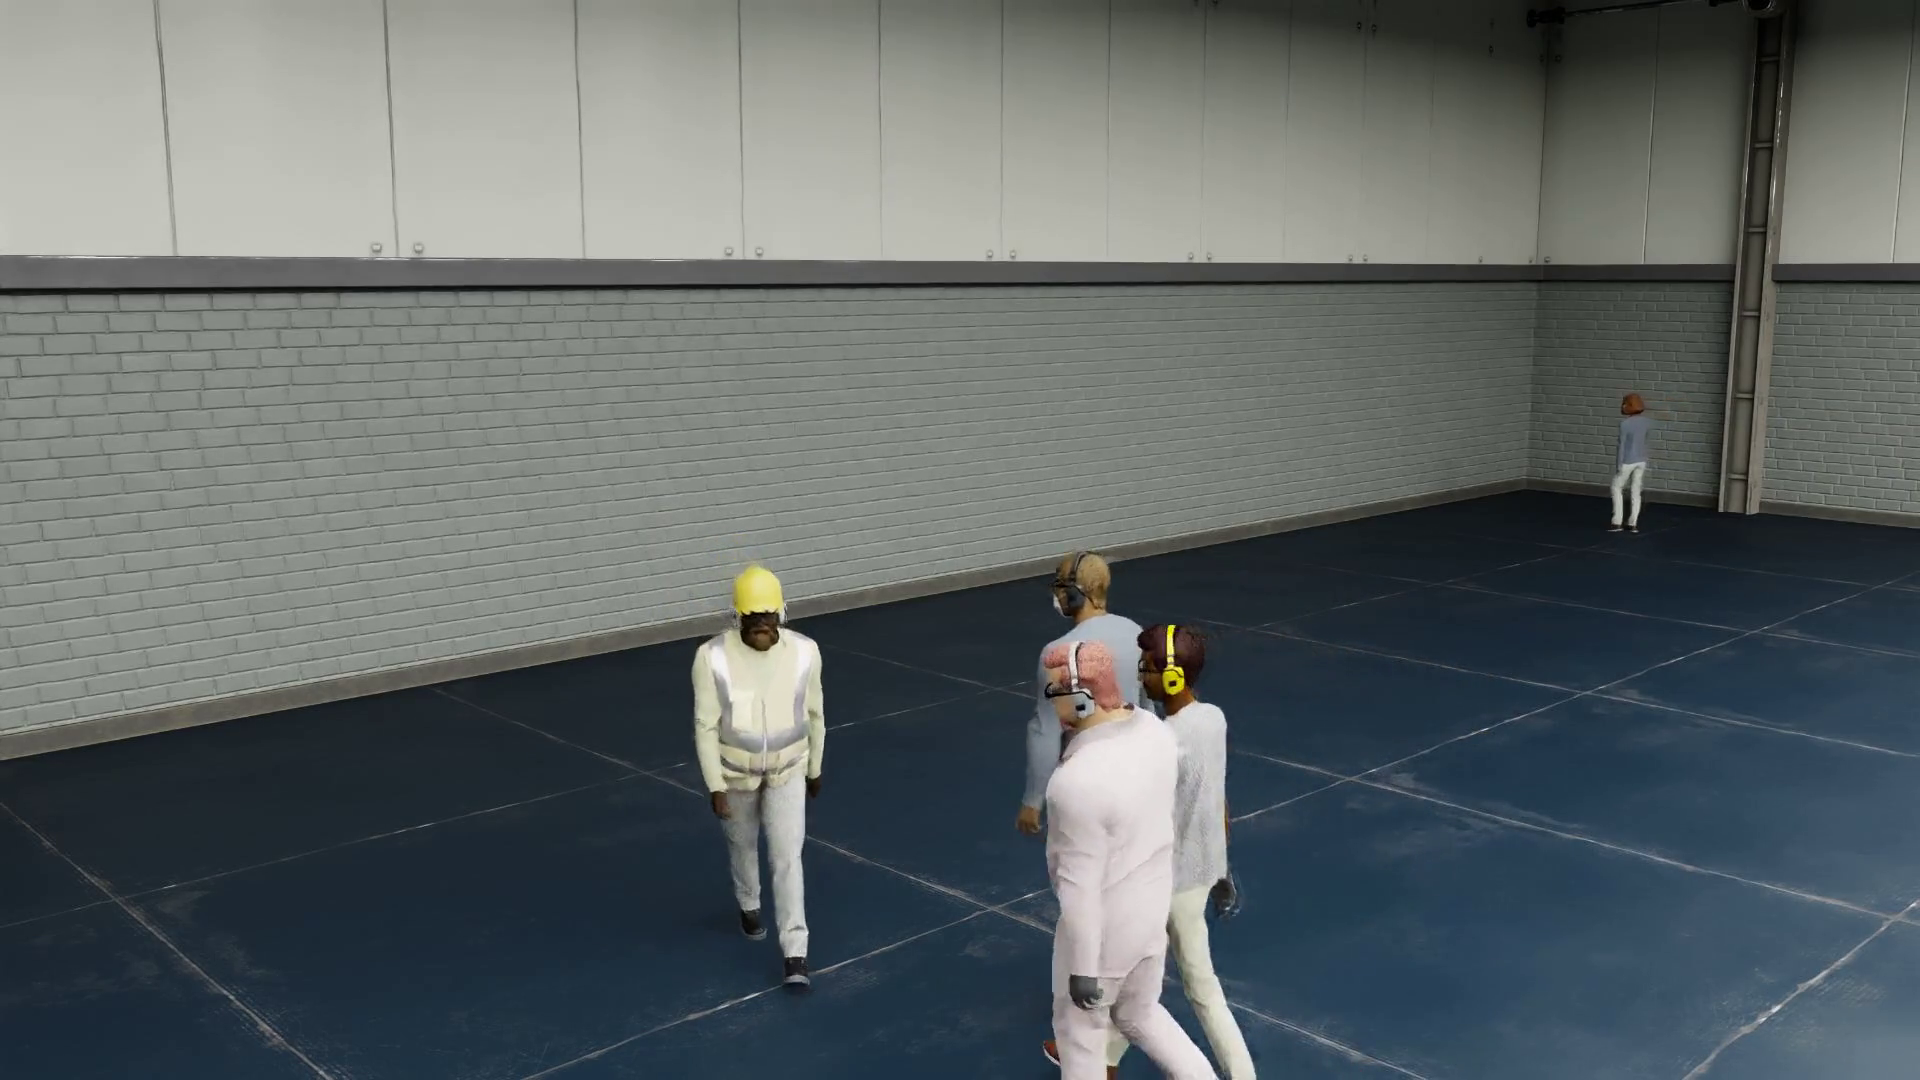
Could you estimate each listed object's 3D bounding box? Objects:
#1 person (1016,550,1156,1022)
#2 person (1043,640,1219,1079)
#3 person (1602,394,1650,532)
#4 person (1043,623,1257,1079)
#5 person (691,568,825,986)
[{"bbox_3d":[0.538,0.998,6.744,0.481,1.920,0.642,6,11,34],"label":"person"},{"bbox_3d":[0.558,1.244,5.378,0.729,1.873,0.687,7,11,36],"label":"person"},{"bbox_3d":[7.798,-0.894,19.399,0.517,1.628,0.373,-4,10,-23],"label":"person"},{"bbox_3d":[0.721,1.188,5.901,0.928,1.816,0.516,5,10,26],"label":"person"},{"bbox_3d":[-0.870,0.988,7.256,0.584,1.770,0.979,-2,9,-12],"label":"person"}]
